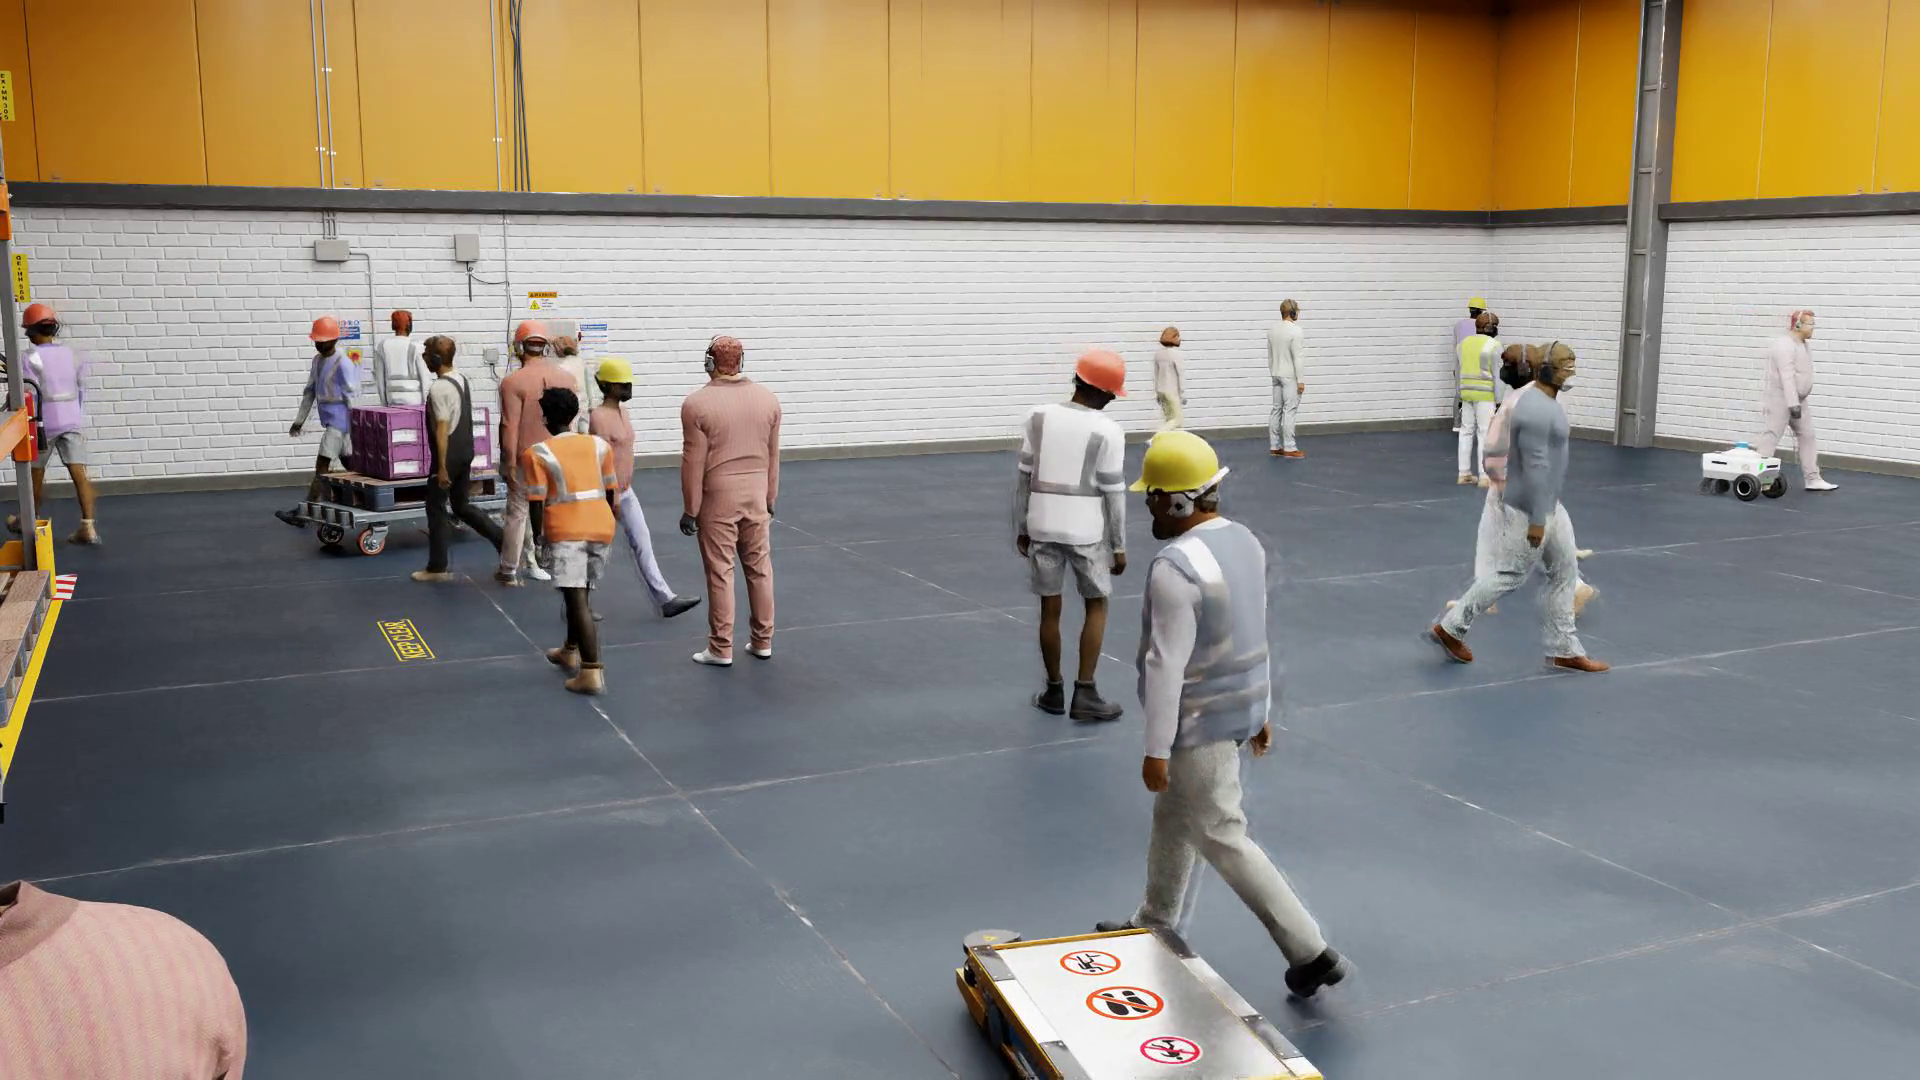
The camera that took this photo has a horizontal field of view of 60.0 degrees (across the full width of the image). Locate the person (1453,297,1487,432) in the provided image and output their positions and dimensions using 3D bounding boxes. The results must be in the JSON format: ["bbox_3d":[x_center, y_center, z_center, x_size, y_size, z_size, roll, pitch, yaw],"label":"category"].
[{"bbox_3d":[7.197,-2.450,23.371,0.391,1.919,0.585,-7,12,-38],"label":"person"}]

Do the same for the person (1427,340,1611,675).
[{"bbox_3d":[3.172,-0.181,9.392,0.950,1.906,0.643,4,10,25],"label":"person"}]

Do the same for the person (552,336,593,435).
[{"bbox_3d":[-4.023,-1.343,17.467,0.319,1.608,0.667,4,10,22],"label":"person"}]

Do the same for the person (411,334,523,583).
[{"bbox_3d":[-3.625,-0.579,12.062,0.748,1.823,0.522,2,9,10],"label":"person"}]

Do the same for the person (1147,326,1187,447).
[{"bbox_3d":[2.483,-1.753,19.935,0.546,1.617,0.518,-5,11,-30],"label":"person"}]

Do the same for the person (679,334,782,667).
[{"bbox_3d":[-1.339,-0.225,9.596,0.640,1.910,0.401,-7,12,-38],"label":"person"}]

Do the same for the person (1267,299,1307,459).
[{"bbox_3d":[3.983,-1.957,20.241,0.372,1.940,0.632,-5,10,-26],"label":"person"}]

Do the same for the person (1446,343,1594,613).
[{"bbox_3d":[3.704,-0.383,10.876,0.861,1.812,0.632,1,9,9],"label":"person"}]

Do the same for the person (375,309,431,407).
[{"bbox_3d":[-5.739,-1.441,17.217,0.577,1.884,0.351,2,9,9],"label":"person"}]

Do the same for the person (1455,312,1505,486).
[{"bbox_3d":[5.539,-1.490,17.655,0.429,1.840,0.629,-5,10,-29],"label":"person"}]

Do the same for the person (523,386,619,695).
[{"bbox_3d":[-2.141,-0.020,9.143,0.548,1.628,0.843,-9,13,-43],"label":"person"}]

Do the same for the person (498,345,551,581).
[{"bbox_3d":[-3.160,-0.630,12.277,0.555,1.850,0.478,-8,12,-40],"label":"person"}]

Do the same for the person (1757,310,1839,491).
[{"bbox_3d":[8.587,-1.397,16.995,0.667,1.873,0.888,-8,12,-42],"label":"person"}]

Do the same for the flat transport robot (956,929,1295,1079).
[{"bbox_3d":[0.491,1.398,4.584,0.652,0.197,1.431,-3,10,-15],"label":"flat transport robot"}]

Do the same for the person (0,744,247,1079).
[{"bbox_3d":[-1.022,1.050,1.690,0.401,1.906,0.651,4,10,24],"label":"person"}]

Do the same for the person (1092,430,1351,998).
[{"bbox_3d":[0.824,0.552,5.181,0.870,1.791,0.609,6,11,32],"label":"person"}]

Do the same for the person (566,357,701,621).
[{"bbox_3d":[-2.164,-0.308,10.675,0.915,1.712,0.552,2,9,13],"label":"person"}]

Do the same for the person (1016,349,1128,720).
[{"bbox_3d":[0.558,-0.016,8.389,0.632,1.886,0.407,4,10,23],"label":"person"}]

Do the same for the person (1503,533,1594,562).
[{"bbox_3d":[4.426,-0.577,12.539,0.834,1.653,0.542,2,9,14],"label":"person"}]

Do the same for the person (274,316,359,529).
[{"bbox_3d":[-5.634,-1.035,14.731,0.993,1.862,0.598,-8,12,-41],"label":"person"}]

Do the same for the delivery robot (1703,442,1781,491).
[{"bbox_3d":[7.841,-0.744,16.706,0.477,0.478,0.707,-5,10,-29],"label":"delivery robot"}]

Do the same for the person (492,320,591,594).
[{"bbox_3d":[-2.969,-0.588,11.796,1.038,1.935,0.633,8,12,42],"label":"person"}]

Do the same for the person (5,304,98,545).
[{"bbox_3d":[-7.626,-0.965,13.902,1.044,1.988,0.613,5,11,29],"label":"person"}]
